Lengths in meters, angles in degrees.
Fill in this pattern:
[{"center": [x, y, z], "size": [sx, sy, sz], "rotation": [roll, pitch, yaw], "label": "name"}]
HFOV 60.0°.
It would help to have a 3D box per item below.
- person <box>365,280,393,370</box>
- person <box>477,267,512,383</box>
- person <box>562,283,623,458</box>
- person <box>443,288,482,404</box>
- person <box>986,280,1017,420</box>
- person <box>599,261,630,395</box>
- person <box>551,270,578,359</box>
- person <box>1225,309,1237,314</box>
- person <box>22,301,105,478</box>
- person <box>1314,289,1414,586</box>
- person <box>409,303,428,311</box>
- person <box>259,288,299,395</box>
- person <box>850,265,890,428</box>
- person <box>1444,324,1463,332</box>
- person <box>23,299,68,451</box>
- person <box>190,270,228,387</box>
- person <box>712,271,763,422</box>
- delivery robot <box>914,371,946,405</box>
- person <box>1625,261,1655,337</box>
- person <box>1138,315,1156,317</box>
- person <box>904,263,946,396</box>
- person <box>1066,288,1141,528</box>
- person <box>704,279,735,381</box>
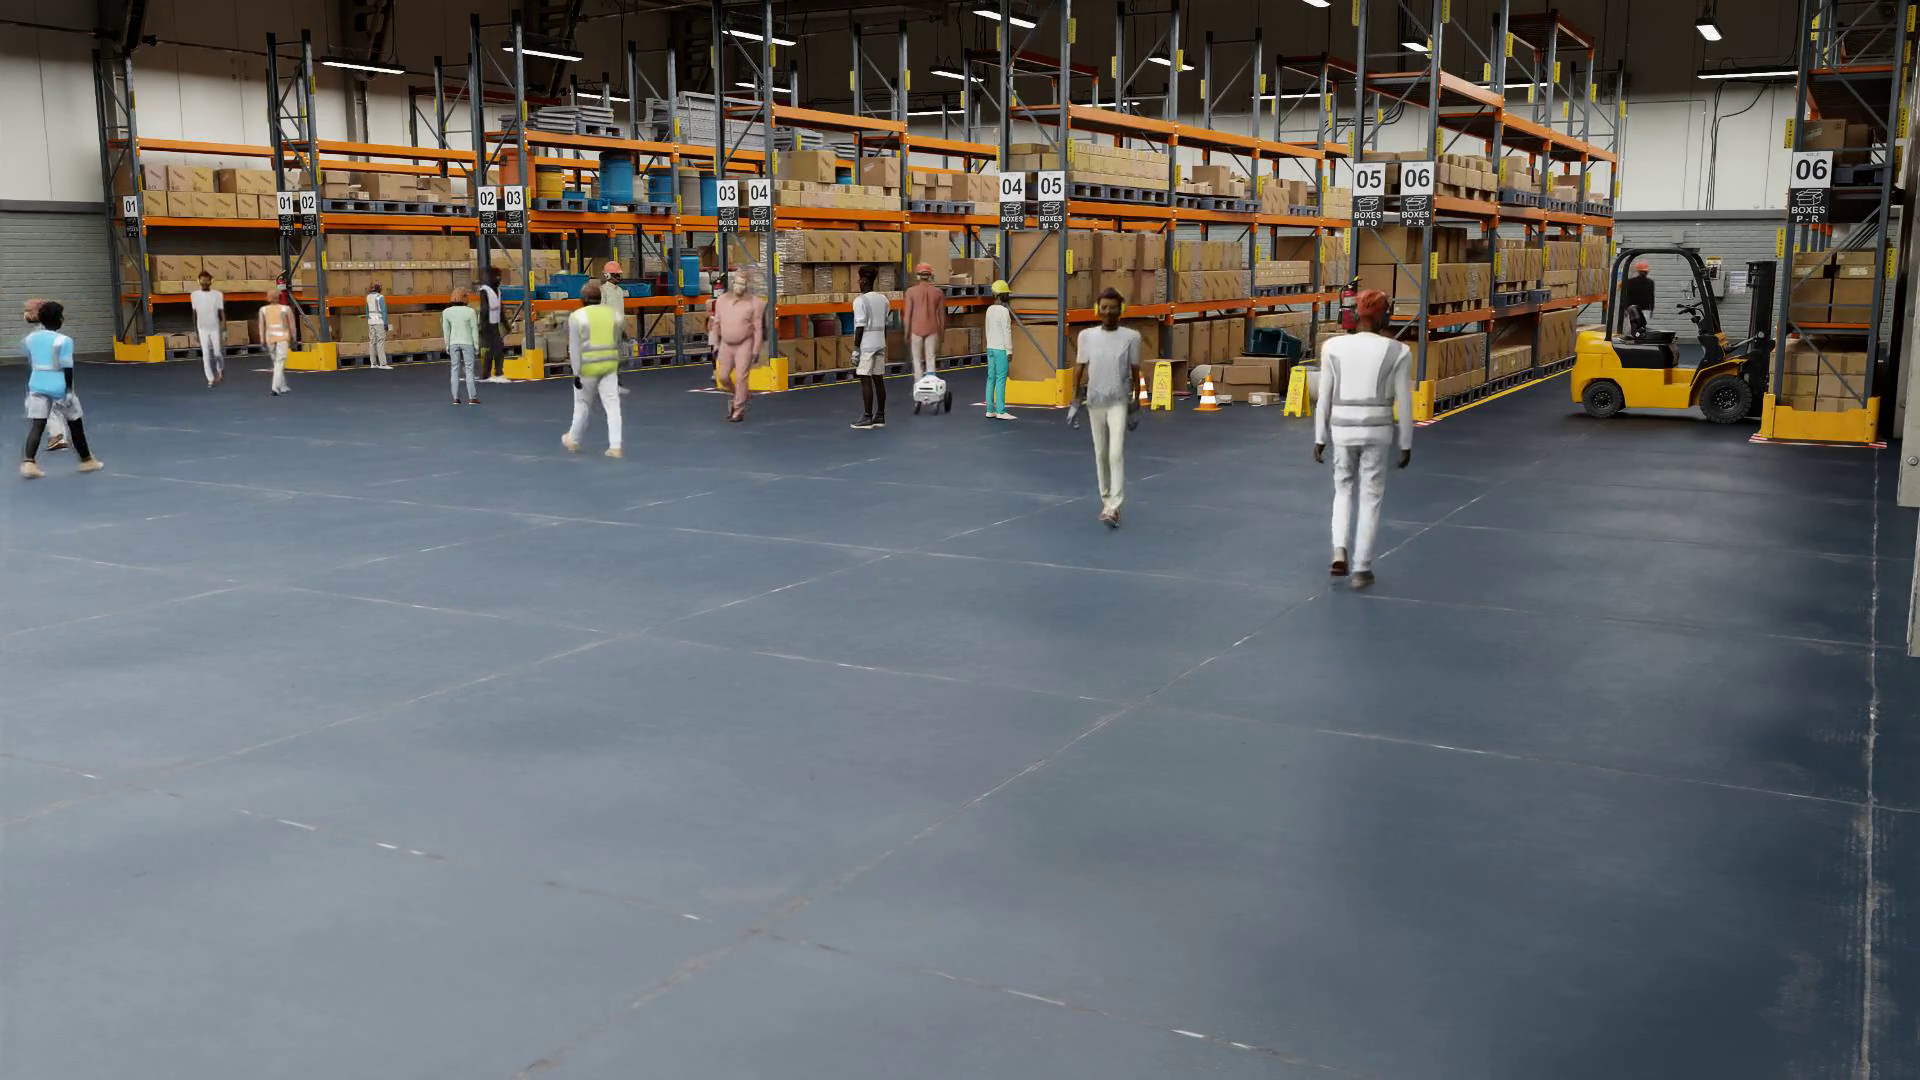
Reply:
[{"center": [-10.669, -3.936, 30.462], "size": [0.514, 1.639, 0.311], "rotation": [6, 12, 33], "label": "person"}, {"center": [-7.570, -3.510, 27.242], "size": [0.717, 1.886, 0.596], "rotation": [1, 10, 3], "label": "person"}, {"center": [-3.825, -1.766, 17.301], "size": [0.633, 1.790, 0.981], "rotation": [-7, 12, -37], "label": "person"}, {"center": [-6.982, -2.714, 23.318], "size": [0.498, 1.634, 0.279], "rotation": [1, 10, 6], "label": "person"}, {"center": [0.509, -2.415, 21.175], "size": [0.308, 1.772, 0.525], "rotation": [-5, 11, -29], "label": "person"}, {"center": [-5.192, -3.167, 24.912], "size": [0.378, 1.996, 0.610], "rotation": [4, 10, 20], "label": "person"}, {"center": [-7.406, -4.146, 31.147], "size": [0.607, 1.819, 0.588], "rotation": [5, 11, 28], "label": "person"}, {"center": [6.684, -6.049, 41.652], "size": [0.990, 2.000, 0.704], "rotation": [7, 12, 36], "label": "person"}, {"center": [-8.535, -1.415, 15.662], "size": [0.539, 1.650, 0.864], "rotation": [2, 10, 10], "label": "person"}, {"center": [2.552, -0.641, 10.491], "size": [0.604, 1.866, 0.423], "rotation": [5, 11, 27], "label": "person"}, {"center": [-11.324, -4.719, 34.738], "size": [0.539, 1.747, 0.730], "rotation": [6, 11, 32], "label": "person"}, {"center": [-10.236, -2.971, 24.936], "size": [0.508, 1.598, 0.855], "rotation": [0, 10, 2], "label": "person"}, {"center": [-1.098, -2.328, 20.085], "size": [0.367, 1.966, 0.605], "rotation": [6, 12, 33], "label": "person"}, {"center": [9.976, -4.551, 33.505], "size": [0.561, 1.833, 0.419], "rotation": [2, 10, 9], "label": "person"}, {"center": [-9.721, -1.738, 17.636], "size": [0.388, 1.616, 0.538], "rotation": [-5, 11, -27], "label": "person"}, {"center": [-11.955, -3.360, 26.486], "size": [0.510, 1.854, 0.511], "rotation": [-3, 10, -16], "label": "person"}, {"center": [-2.797, -2.410, 20.802], "size": [0.677, 1.884, 0.418], "rotation": [2, 10, 14], "label": "person"}, {"center": [-0.395, -1.995, 21.976], "size": [0.477, 0.478, 0.707], "rotation": [1, 10, 8], "label": "delivery robot"}, {"center": [14.209, -4.845, 34.802], "size": [0.677, 1.974, 0.566], "rotation": [-1, 10, -5], "label": "person"}, {"center": [4.026, -5.033, 36.024], "size": [0.627, 1.934, 0.372], "rotation": [5, 11, 29], "label": "person"}, {"center": [-0.535, -3.075, 24.449], "size": [0.655, 1.967, 0.615], "rotation": [-3, 10, -19], "label": "person"}, {"center": [1.103, -1.010, 12.800], "size": [0.531, 1.823, 0.954], "rotation": [3, 10, 16], "label": "person"}, {"center": [-4.018, -3.509, 27.799], "size": [0.551, 1.684, 0.480], "rotation": [3, 10, 17], "label": "person"}]
